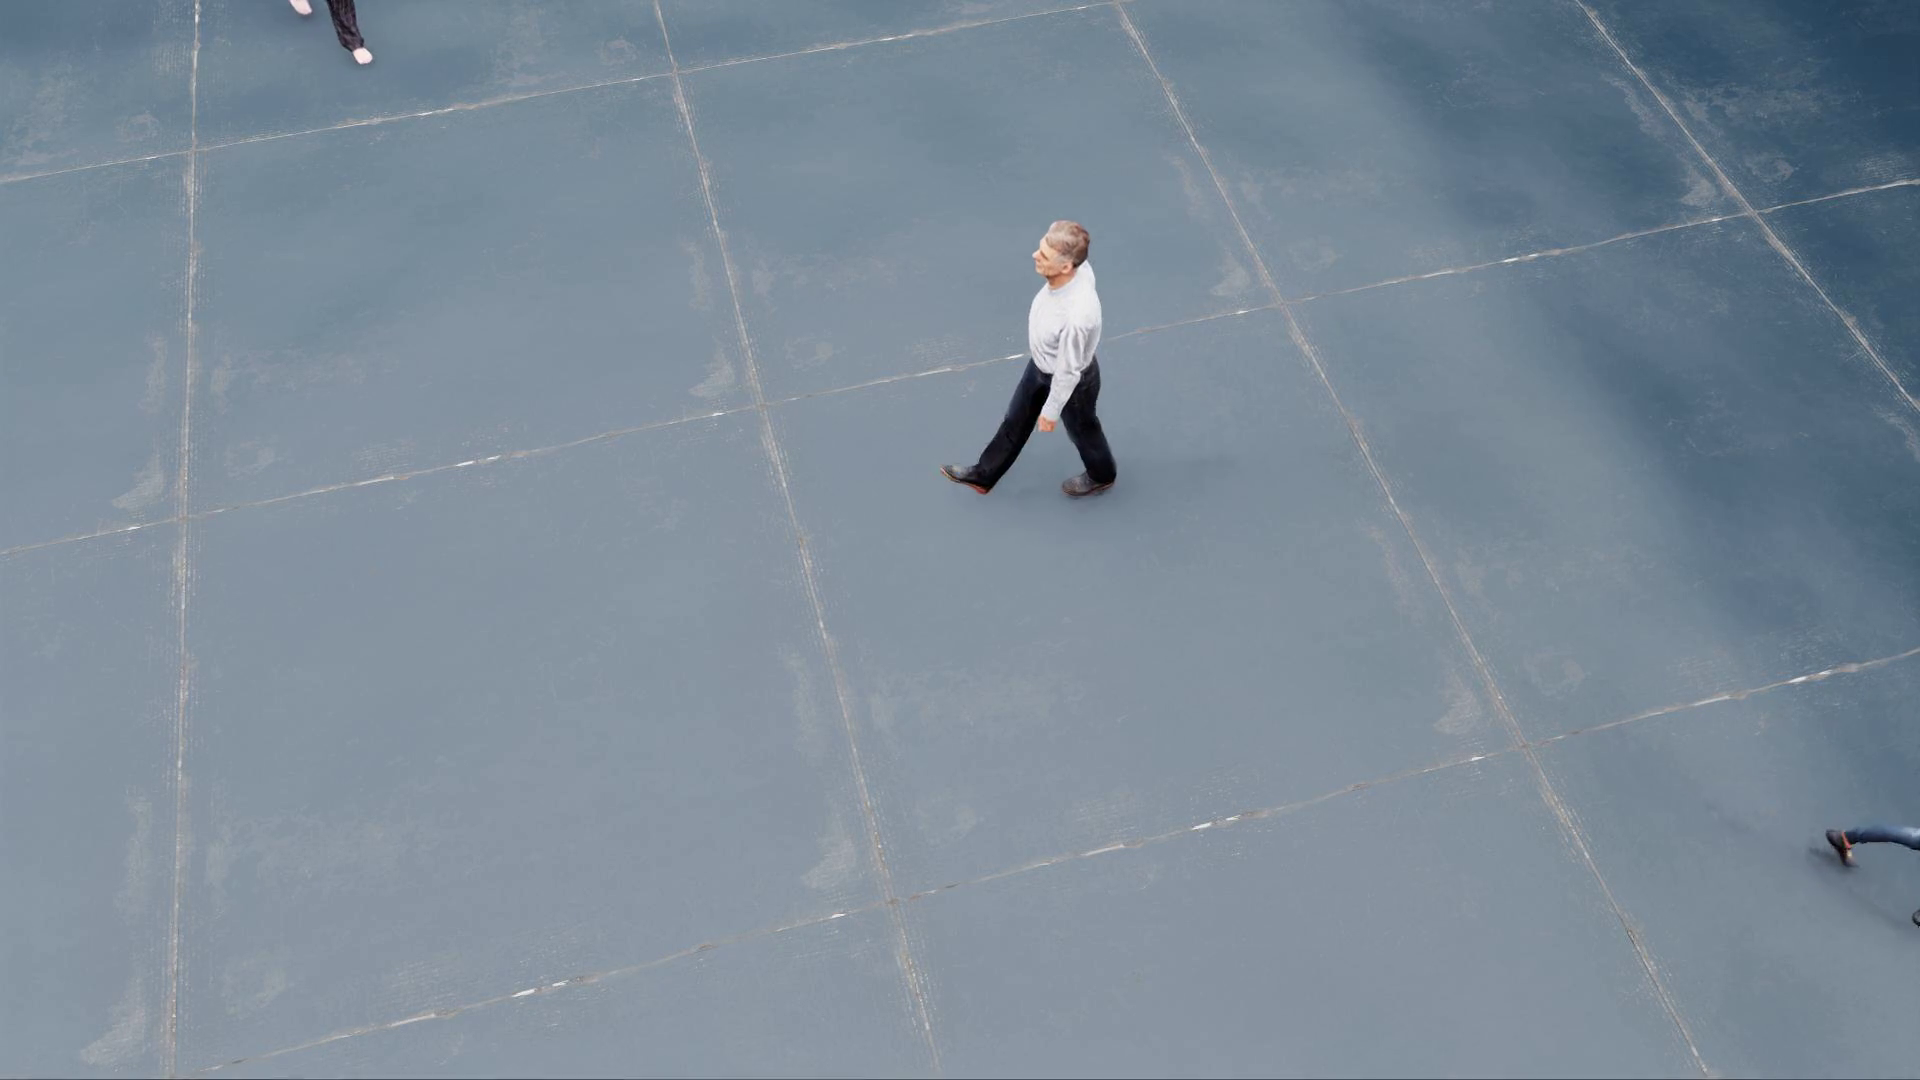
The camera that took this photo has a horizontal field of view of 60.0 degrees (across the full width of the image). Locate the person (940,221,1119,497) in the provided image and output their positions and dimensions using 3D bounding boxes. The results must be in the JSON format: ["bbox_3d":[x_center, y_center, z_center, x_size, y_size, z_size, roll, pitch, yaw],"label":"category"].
[{"bbox_3d":[0.576,-0.788,7.884,0.784,1.778,1.080,-9,53,-7],"label":"person"}]

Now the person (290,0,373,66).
[{"bbox_3d":[-4.121,-3.868,10.230,0.962,1.840,1.215,-32,59,-22],"label":"person"}]
